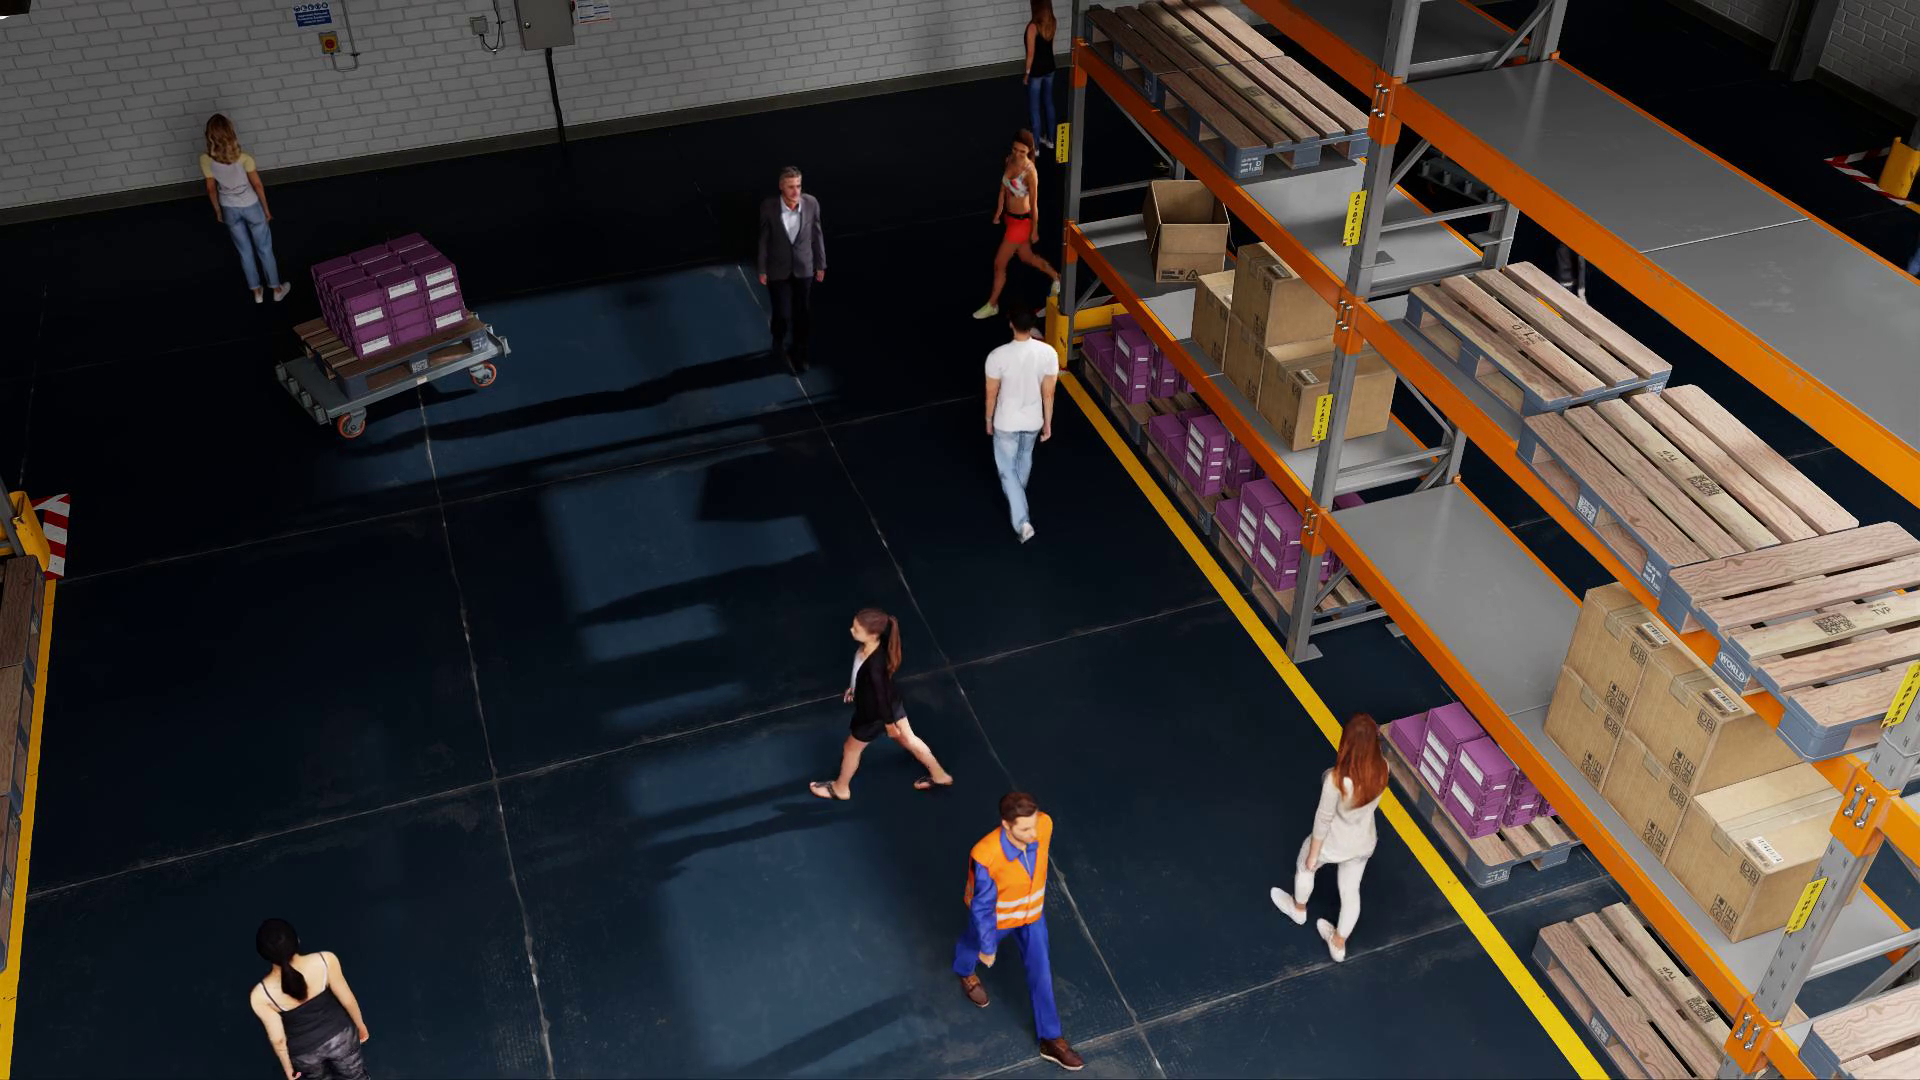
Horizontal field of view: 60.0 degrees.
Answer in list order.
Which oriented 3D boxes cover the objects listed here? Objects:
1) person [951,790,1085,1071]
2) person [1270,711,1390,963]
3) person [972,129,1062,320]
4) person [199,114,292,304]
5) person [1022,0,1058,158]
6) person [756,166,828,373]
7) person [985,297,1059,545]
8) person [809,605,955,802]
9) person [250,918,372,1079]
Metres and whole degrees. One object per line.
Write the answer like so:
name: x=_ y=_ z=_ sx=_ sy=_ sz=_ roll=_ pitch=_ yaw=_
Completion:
person: x=0.188 y=1.837 z=8.448 sx=0.941 sy=1.809 sz=1.282 roll=-26 pitch=46 yaw=-29
person: x=2.067 y=1.642 z=8.784 sx=0.605 sy=1.695 sz=0.763 roll=-13 pitch=41 yaw=-16
person: x=0.579 y=-2.698 z=14.186 sx=0.746 sy=1.735 sz=1.118 roll=-16 pitch=41 yaw=-19
person: x=-6.211 y=-2.855 z=14.393 sx=0.672 sy=1.722 sz=0.608 roll=-5 pitch=39 yaw=-6
person: x=0.802 y=-4.716 z=16.723 sx=0.672 sy=1.722 sz=0.670 roll=28 pitch=47 yaw=31
person: x=-1.405 y=-2.248 z=13.550 sx=0.722 sy=1.825 sz=0.661 roll=-12 pitch=40 yaw=-15
person: x=0.441 y=-0.810 z=11.745 sx=0.727 sy=1.832 sz=1.134 roll=-10 pitch=40 yaw=-13
person: x=-0.384 y=0.980 z=9.754 sx=0.912 sy=1.518 sz=1.094 roll=3 pitch=39 yaw=4
person: x=-2.963 y=2.422 z=7.797 sx=0.775 sy=1.708 sz=1.046 roll=-27 pitch=46 yaw=-30
